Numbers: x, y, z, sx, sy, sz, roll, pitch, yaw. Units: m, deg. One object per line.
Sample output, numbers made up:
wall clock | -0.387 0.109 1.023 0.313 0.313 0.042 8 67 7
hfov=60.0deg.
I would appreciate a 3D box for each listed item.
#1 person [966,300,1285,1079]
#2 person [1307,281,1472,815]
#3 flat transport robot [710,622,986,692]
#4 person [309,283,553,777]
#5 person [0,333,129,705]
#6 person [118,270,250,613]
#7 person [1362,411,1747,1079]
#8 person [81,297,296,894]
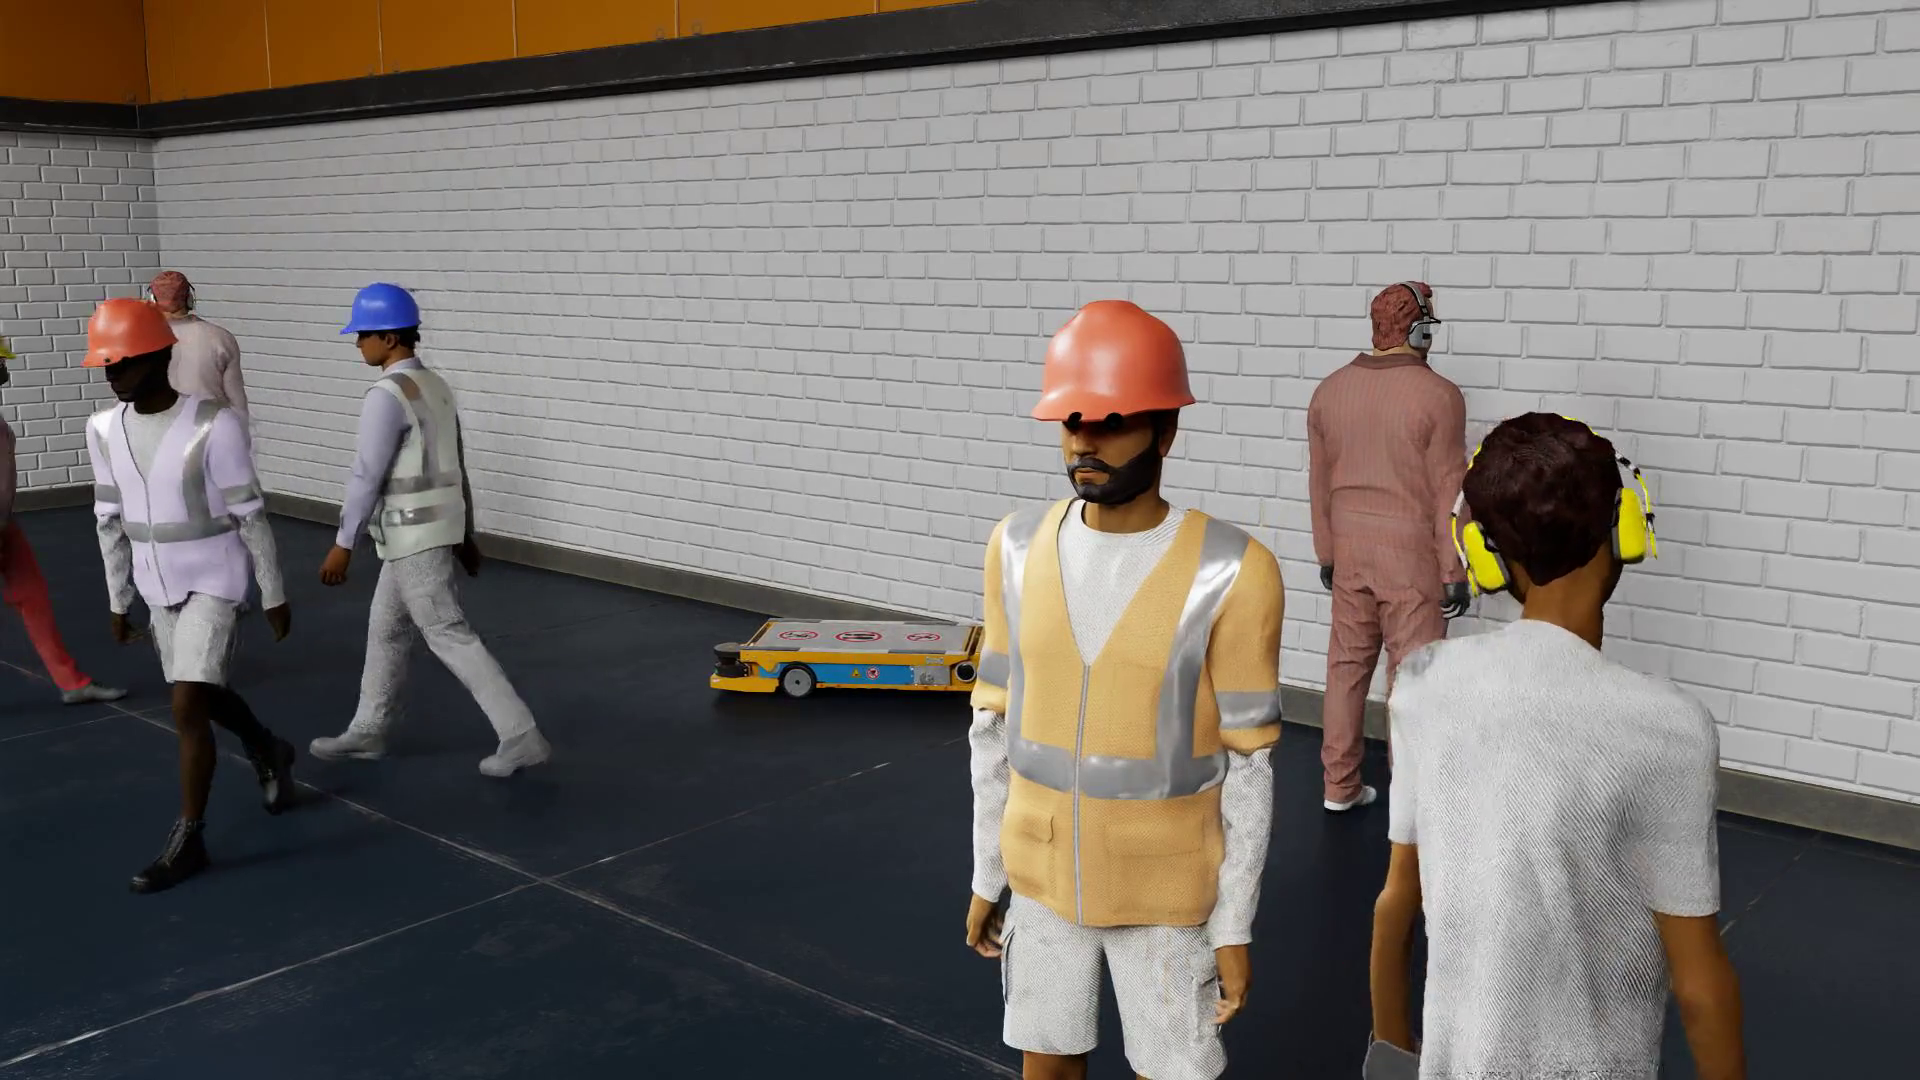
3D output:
person | 0.251 0.574 2.800 0.542 1.939 0.364 5 11 27
person | 1.517 0.063 5.802 0.406 1.910 0.639 -8 13 -38
flat transport robot | -0.386 0.541 7.739 1.431 0.197 0.652 1 10 5
person | -2.037 -0.026 6.349 0.981 1.903 0.600 0 10 -2
person | -4.133 -0.075 7.120 0.825 1.725 0.542 -3 10 -16
person | -4.194 -0.499 9.023 0.636 1.903 0.406 -5 11 -26
person | 0.688 0.750 2.146 0.876 1.821 0.552 -4 11 -21
person | -2.505 0.126 5.540 0.565 1.889 0.924 2 10 14
